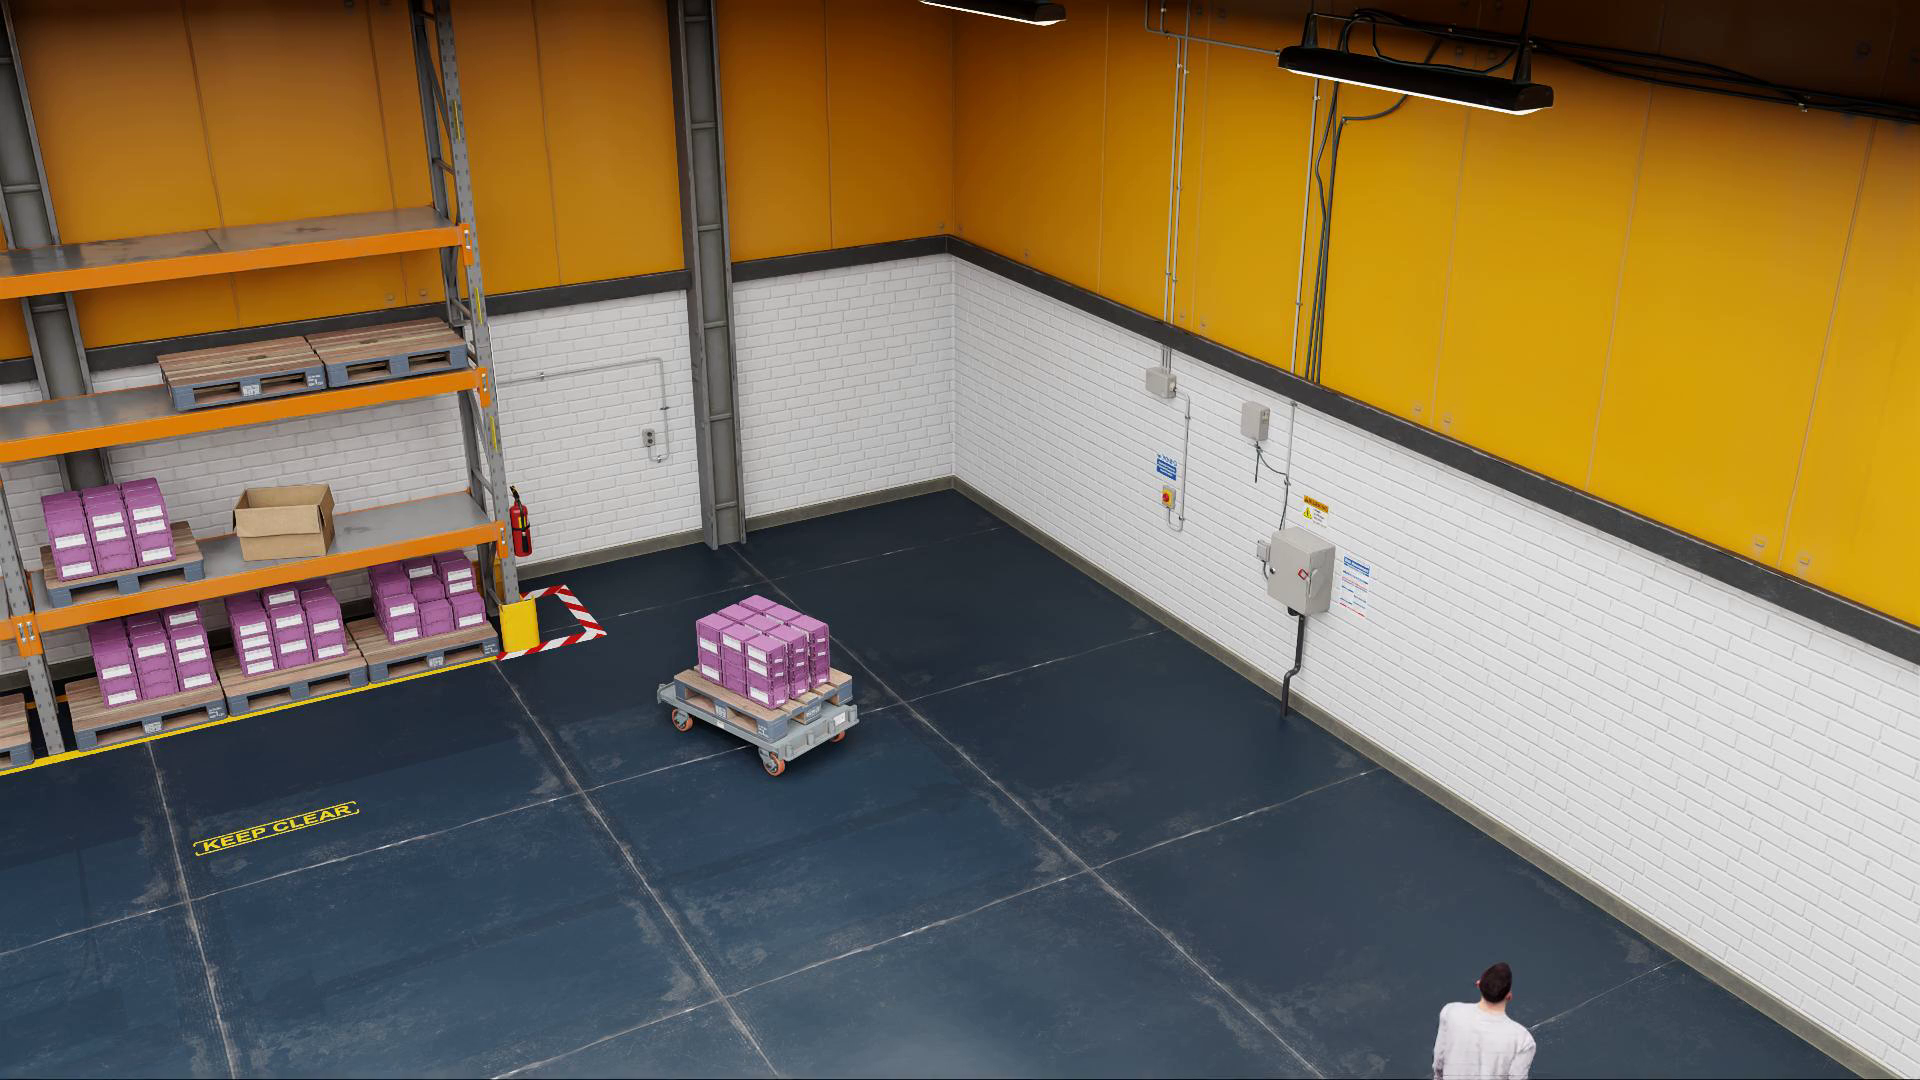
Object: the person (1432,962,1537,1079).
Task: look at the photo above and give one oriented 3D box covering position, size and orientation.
[{"bbox_3d":[2.754,3.114,9.023,1.042,1.798,1.288,15,28,31],"label":"person"}]
